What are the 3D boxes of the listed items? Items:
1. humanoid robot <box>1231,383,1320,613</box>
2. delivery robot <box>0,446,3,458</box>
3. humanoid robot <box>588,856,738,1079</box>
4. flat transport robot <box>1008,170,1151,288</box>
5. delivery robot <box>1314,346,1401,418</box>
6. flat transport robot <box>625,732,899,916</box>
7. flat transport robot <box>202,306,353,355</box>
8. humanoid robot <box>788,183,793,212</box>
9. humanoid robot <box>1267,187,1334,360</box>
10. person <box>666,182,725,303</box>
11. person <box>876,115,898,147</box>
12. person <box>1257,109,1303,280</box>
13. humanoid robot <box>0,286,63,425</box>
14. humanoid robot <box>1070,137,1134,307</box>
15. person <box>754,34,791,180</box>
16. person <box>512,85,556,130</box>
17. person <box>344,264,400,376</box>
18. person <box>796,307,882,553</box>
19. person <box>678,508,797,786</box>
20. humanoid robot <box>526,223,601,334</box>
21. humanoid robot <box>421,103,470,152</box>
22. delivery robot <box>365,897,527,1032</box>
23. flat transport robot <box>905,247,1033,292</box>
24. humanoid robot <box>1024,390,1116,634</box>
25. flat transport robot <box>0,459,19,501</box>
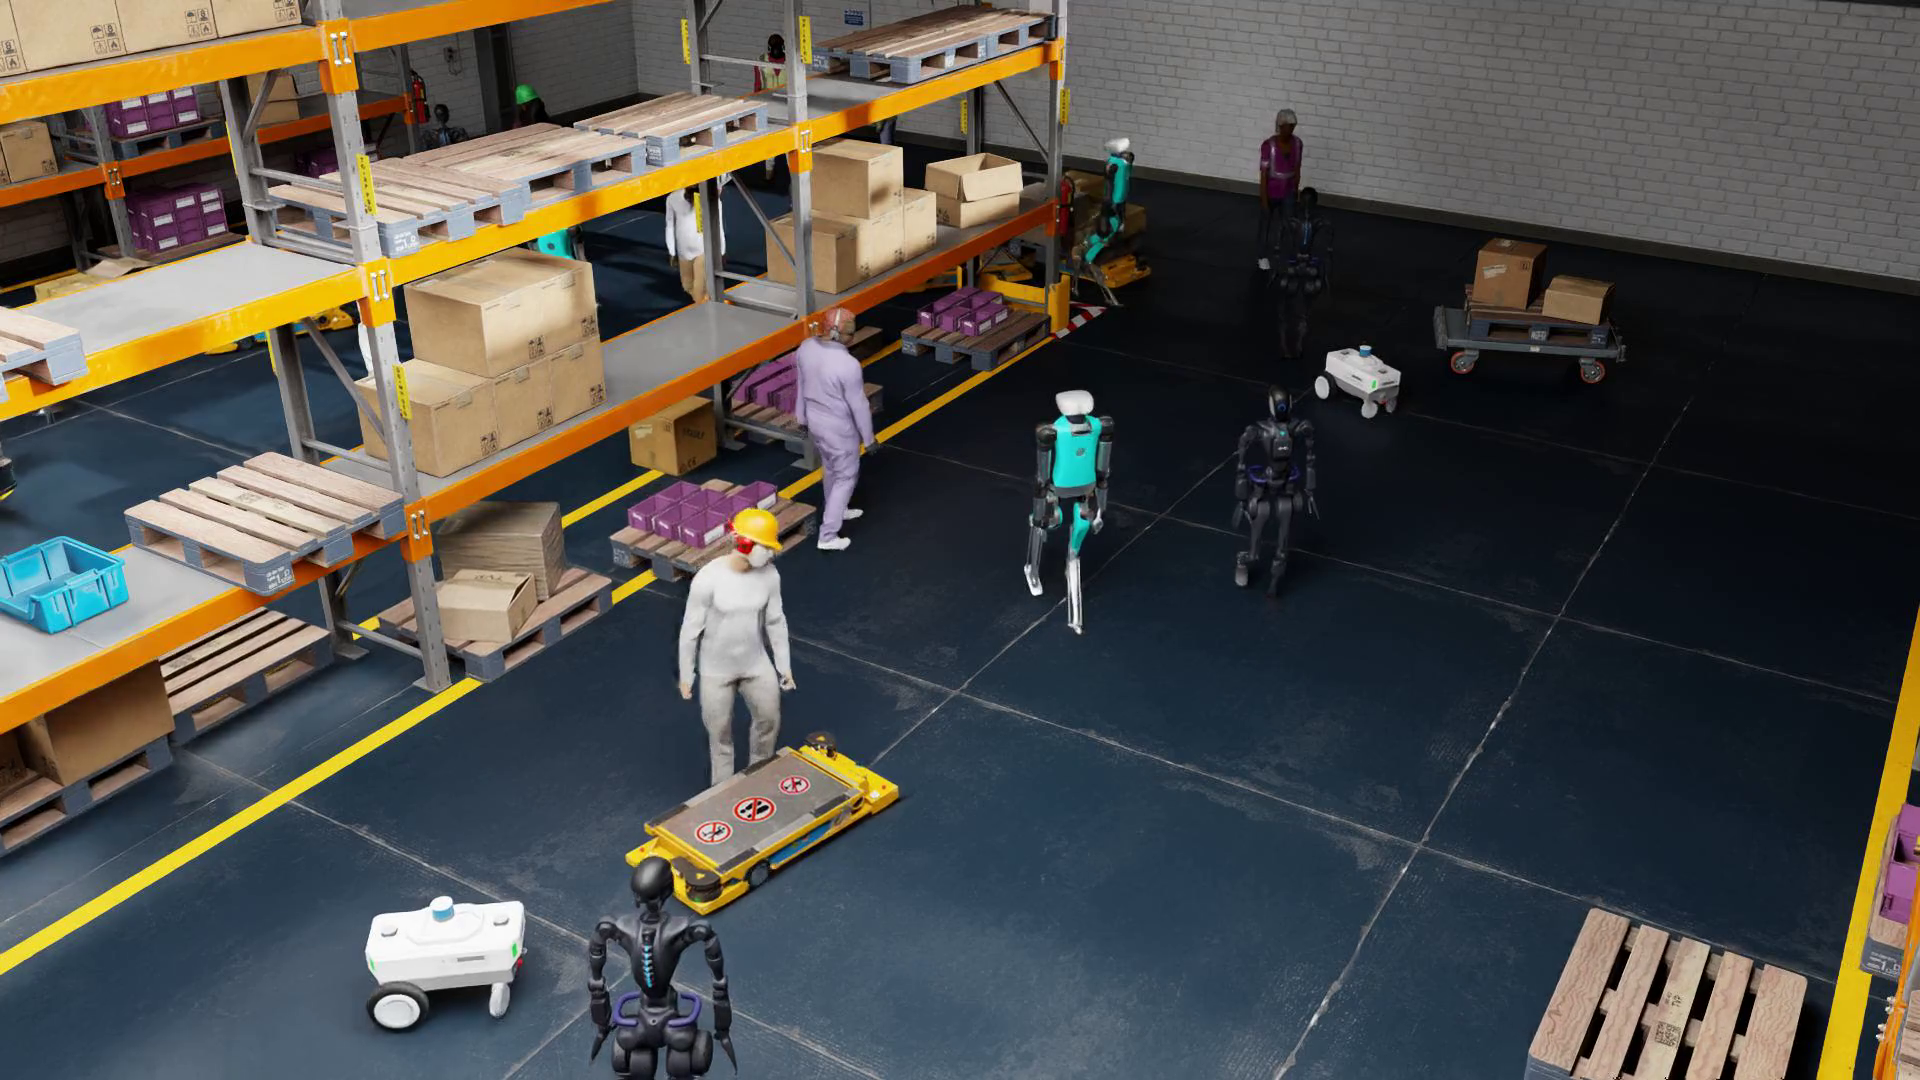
[{"bbox_3d":[2.129,-0.326,11.288,0.599,1.647,0.448,-4,27,-7],"label":"humanoid robot"},{"bbox_3d":[-7.945,-0.616,13.103,0.499,0.601,0.783,7,28,14],"label":"delivery robot"},{"bbox_3d":[-1.213,2.026,6.663,0.608,1.634,0.563,0,27,0],"label":"humanoid robot"},{"bbox_3d":[1.319,-3.053,18.213,1.431,0.231,0.659,22,34,36],"label":"flat transport robot"},{"bbox_3d":[3.536,-1.427,14.711,0.508,0.609,0.781,-13,30,-23],"label":"delivery robot"},{"bbox_3d":[-1.071,1.535,9.173,0.659,0.231,1.431,23,35,38],"label":"flat transport robot"},{"bbox_3d":[-6.815,-2.134,16.403,1.431,0.231,0.659,-19,33,-33],"label":"flat transport robot"},{"bbox_3d":[-1.442,-3.102,16.764,0.612,1.644,0.426,6,27,11],"label":"humanoid robot"},{"bbox_3d":[3.173,-2.465,15.499,0.593,1.646,0.403,3,27,7],"label":"humanoid robot"},{"bbox_3d":[-2.560,-2.850,16.206,0.545,1.717,0.741,5,27,9],"label":"person"},{"bbox_3d":[-0.950,-5.335,21.198,0.285,1.633,0.500,8,28,16],"label":"person"},{"bbox_3d":[3.438,-3.693,17.787,0.511,1.799,0.943,-5,27,-9],"label":"person"},{"bbox_3d":[-7.989,-1.786,14.156,0.774,1.819,0.532,-18,32,-31],"label":"humanoid robot"},{"bbox_3d":[1.321,-3.268,17.045,0.887,1.792,0.552,17,31,29],"label":"humanoid robot"},{"bbox_3d":[-2.335,-5.588,21.474,0.624,1.844,0.429,-3,27,-5],"label":"person"},{"bbox_3d":[-4.672,-4.092,18.477,0.498,1.889,0.983,-9,28,-16],"label":"person"},{"bbox_3d":[-5.271,-2.331,14.949,0.373,1.940,0.629,7,28,13],"label":"person"},{"bbox_3d":[-0.880,-0.825,12.085,0.685,1.855,0.675,-23,35,-37],"label":"person"},{"bbox_3d":[-1.228,0.691,9.095,0.680,1.855,0.361,-13,30,-24],"label":"person"},{"bbox_3d":[-3.479,-2.192,14.997,0.548,1.883,0.806,4,27,8],"label":"humanoid robot"},{"bbox_3d":[-5.695,-4.046,18.634,0.586,1.642,0.384,-7,28,-14],"label":"humanoid robot"},{"bbox_3d":[-2.461,1.983,7.967,0.742,0.587,0.525,-4,27,-8],"label":"delivery robot"},{"bbox_3d":[0.004,-2.915,17.943,1.431,0.231,0.659,-8,28,-16],"label":"flat transport robot"},{"bbox_3d":[0.636,-0.284,11.191,0.533,1.774,0.988,-8,28,-16],"label":"humanoid robot"},{"bbox_3d":[-7.910,-0.153,12.500,0.659,0.231,1.431,5,27,9],"label":"flat transport robot"}]
